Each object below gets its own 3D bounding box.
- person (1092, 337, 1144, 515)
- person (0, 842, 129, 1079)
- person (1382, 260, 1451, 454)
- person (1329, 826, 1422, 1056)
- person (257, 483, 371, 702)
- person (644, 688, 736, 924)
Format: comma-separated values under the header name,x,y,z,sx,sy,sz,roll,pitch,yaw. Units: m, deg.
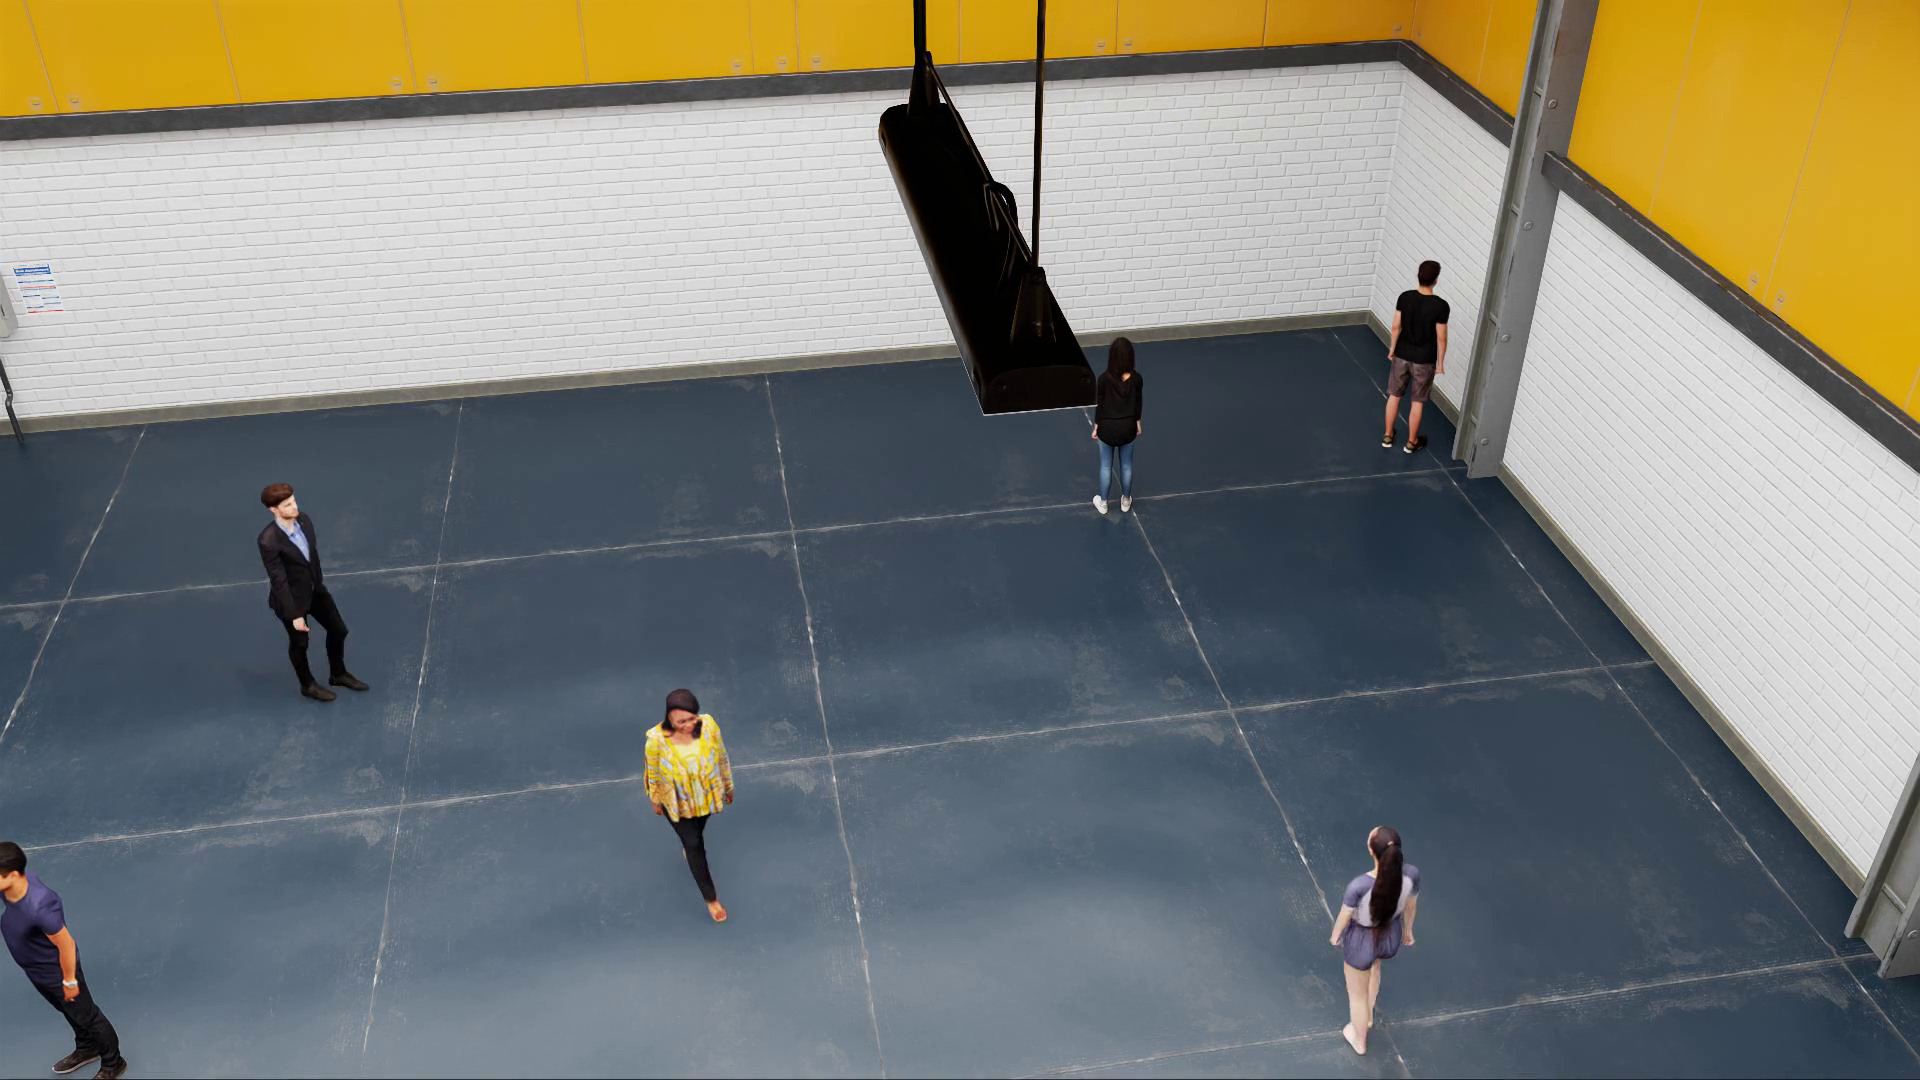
name,x,y,z,sx,sy,sz,roll,pitch,yaw
person,1.353,-0.982,14.322,0.590,1.644,0.525,-3,34,-5
person,-5.012,2.336,9.196,0.706,1.793,0.758,20,39,27
person,4.140,-1.679,15.176,0.760,1.861,0.807,19,38,26
person,2.371,2.314,9.372,0.640,1.636,0.619,-9,35,-13
person,-4.857,0.388,12.054,0.903,1.874,0.827,12,36,18
person,-1.723,1.569,10.513,0.934,1.613,1.128,-20,38,-27
